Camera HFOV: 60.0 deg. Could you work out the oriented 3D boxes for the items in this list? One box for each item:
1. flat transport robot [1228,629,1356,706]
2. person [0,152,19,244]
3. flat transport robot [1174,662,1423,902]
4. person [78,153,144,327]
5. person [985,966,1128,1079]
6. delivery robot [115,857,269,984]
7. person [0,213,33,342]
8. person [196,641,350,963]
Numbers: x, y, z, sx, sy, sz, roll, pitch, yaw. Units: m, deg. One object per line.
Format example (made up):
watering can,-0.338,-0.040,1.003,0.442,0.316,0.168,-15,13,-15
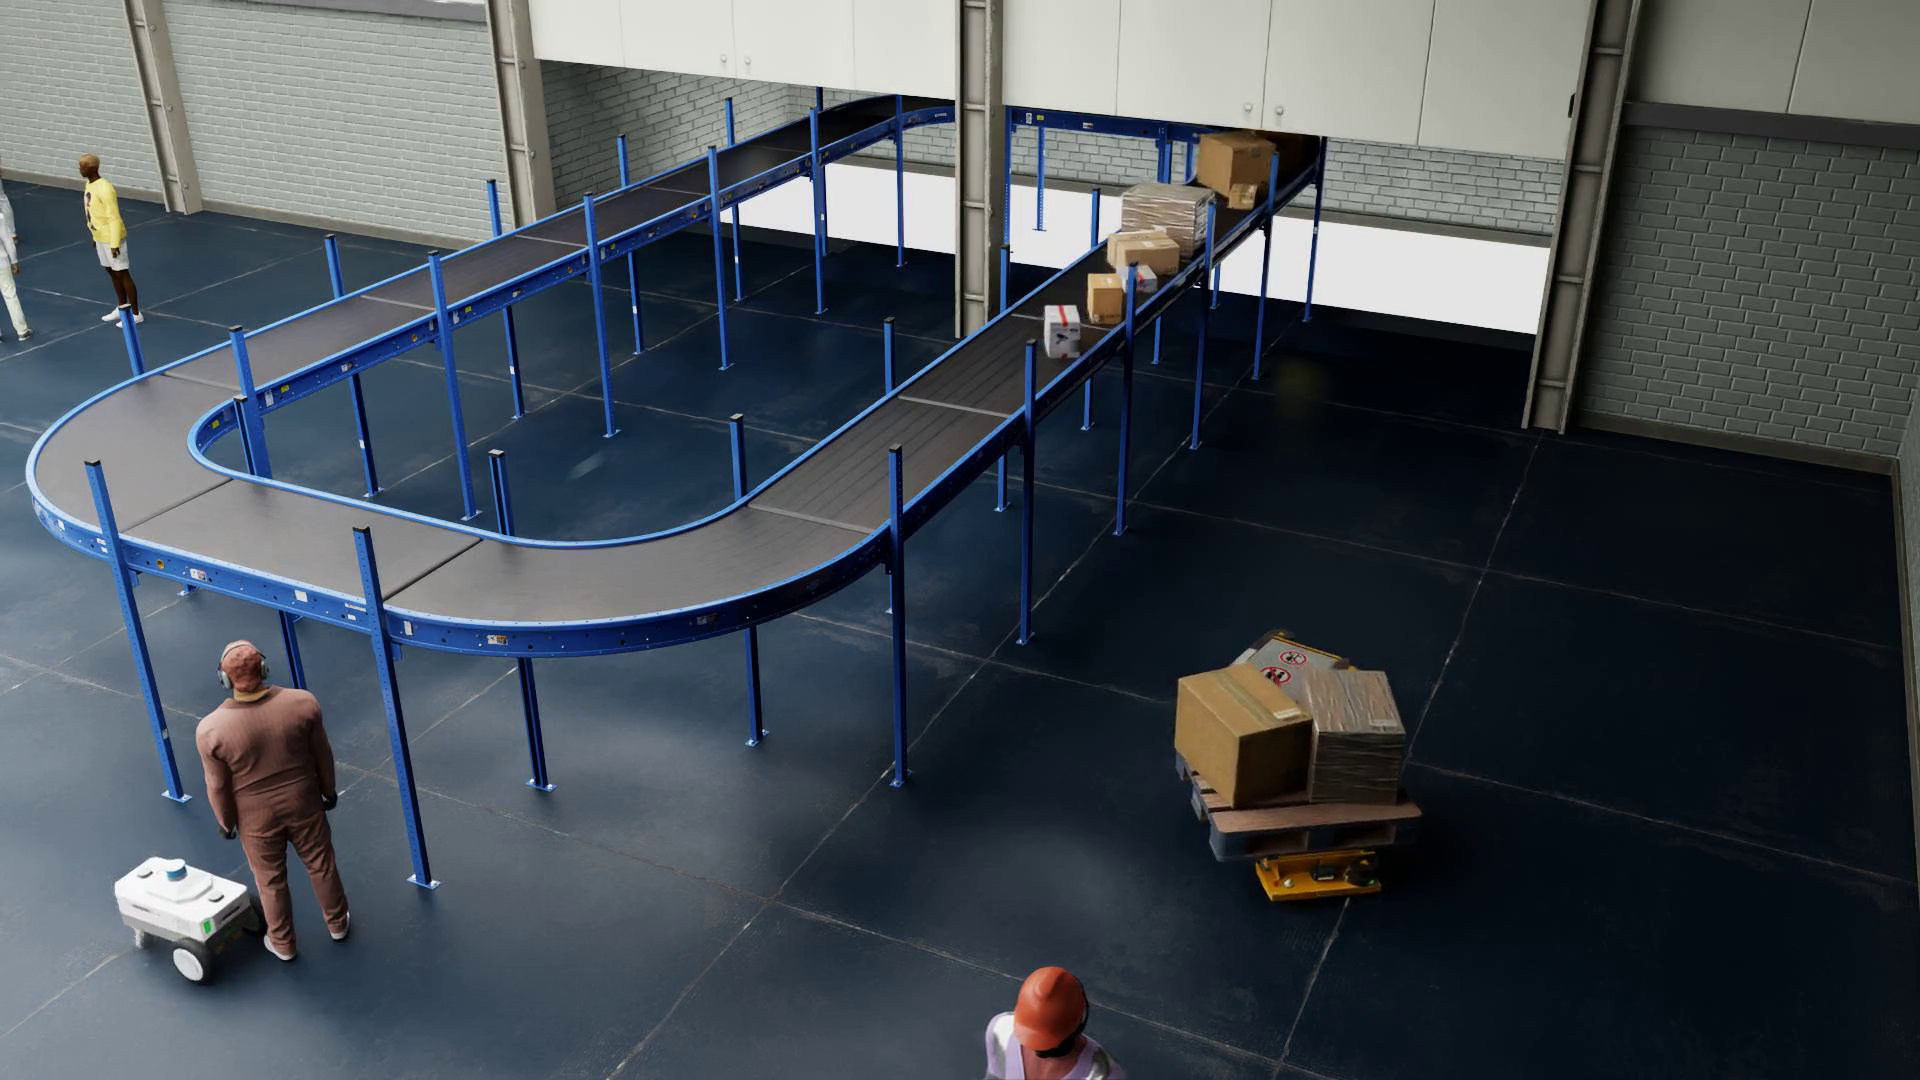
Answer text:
flat transport robot,2.111,1.053,11.355,0.659,0.231,1.431,18,32,32
person,-12.316,-4.635,20.940,0.373,1.940,0.628,7,27,14
flat transport robot,1.987,1.668,10.114,0.659,0.231,1.431,-3,27,-7
person,-9.378,-3.305,18.304,0.544,1.899,0.377,22,34,37
person,0.336,2.477,6.508,0.603,2.035,0.399,16,31,30
delivery robot,-4.201,2.015,9.093,0.766,0.594,0.529,11,28,21
person,-10.382,-2.976,17.801,0.559,1.751,0.323,-10,28,-19
person,-3.640,1.386,8.850,0.638,1.902,0.409,-17,31,-30
